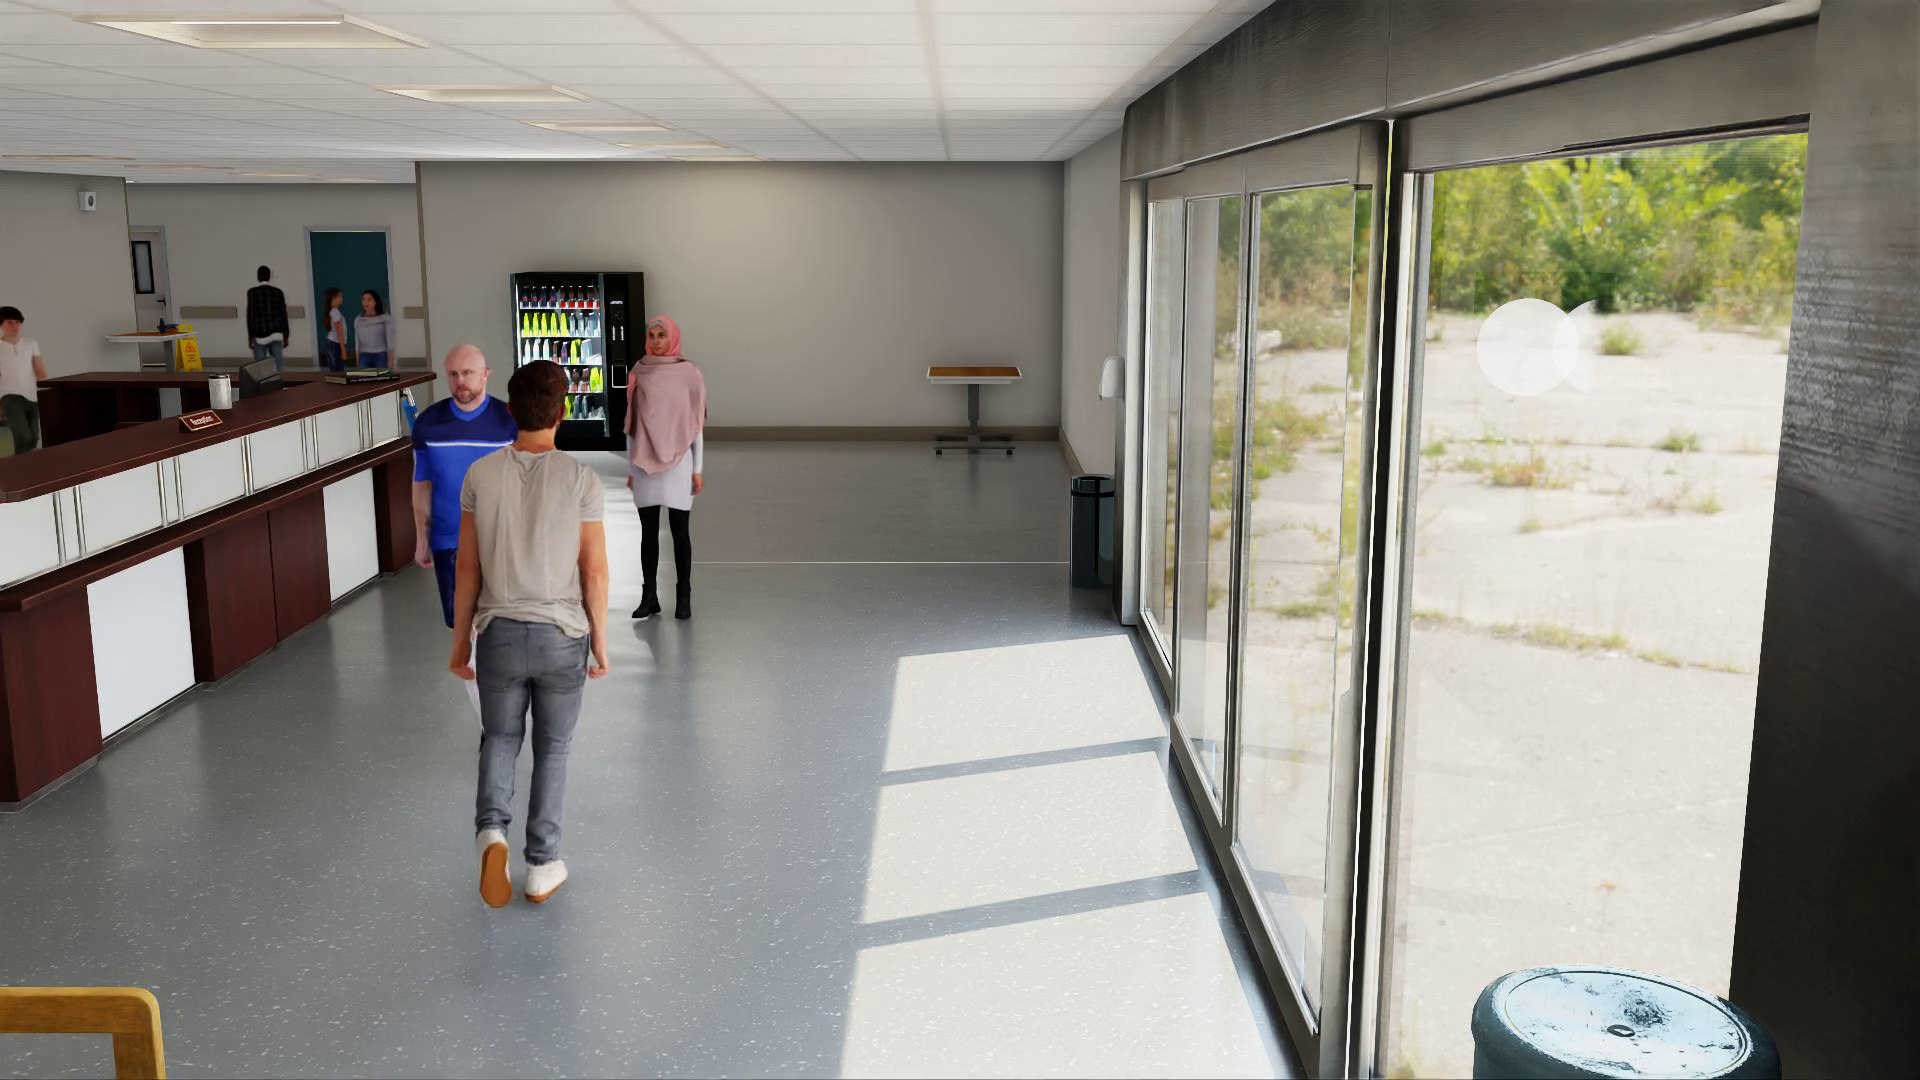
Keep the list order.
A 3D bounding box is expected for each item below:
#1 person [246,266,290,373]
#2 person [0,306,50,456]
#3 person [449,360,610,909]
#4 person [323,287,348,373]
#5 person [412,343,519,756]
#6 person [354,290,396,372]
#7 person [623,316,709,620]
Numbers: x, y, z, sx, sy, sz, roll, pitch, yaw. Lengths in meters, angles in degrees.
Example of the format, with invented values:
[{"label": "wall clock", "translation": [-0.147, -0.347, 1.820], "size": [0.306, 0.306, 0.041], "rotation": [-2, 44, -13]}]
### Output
[{"label": "person", "translation": [-8.819, -2.571, 21.262], "size": [1.218, 1.774, 1.186], "rotation": [-8, 13, -35]}, {"label": "person", "translation": [-8.071, -1.165, 14.269], "size": [1.161, 1.620, 1.087], "rotation": [10, 15, 43]}, {"label": "person", "translation": [-1.447, 0.360, 5.570], "size": [0.846, 1.868, 0.778], "rotation": [-1, 11, -8]}, {"label": "person", "translation": [-7.930, -2.438, 21.131], "size": [0.668, 1.562, 0.626], "rotation": [-8, 13, -37]}, {"label": "person", "translation": [-2.114, 0.053, 7.383], "size": [0.842, 1.795, 0.861], "rotation": [-2, 11, -10]}, {"label": "person", "translation": [-6.505, -1.980, 18.596], "size": [0.732, 1.608, 0.714], "rotation": [0, 11, 3]}, {"label": "person", "translation": [-1.759, -0.429, 9.900], "size": [0.540, 1.803, 0.699], "rotation": [1, 11, 5]}]
